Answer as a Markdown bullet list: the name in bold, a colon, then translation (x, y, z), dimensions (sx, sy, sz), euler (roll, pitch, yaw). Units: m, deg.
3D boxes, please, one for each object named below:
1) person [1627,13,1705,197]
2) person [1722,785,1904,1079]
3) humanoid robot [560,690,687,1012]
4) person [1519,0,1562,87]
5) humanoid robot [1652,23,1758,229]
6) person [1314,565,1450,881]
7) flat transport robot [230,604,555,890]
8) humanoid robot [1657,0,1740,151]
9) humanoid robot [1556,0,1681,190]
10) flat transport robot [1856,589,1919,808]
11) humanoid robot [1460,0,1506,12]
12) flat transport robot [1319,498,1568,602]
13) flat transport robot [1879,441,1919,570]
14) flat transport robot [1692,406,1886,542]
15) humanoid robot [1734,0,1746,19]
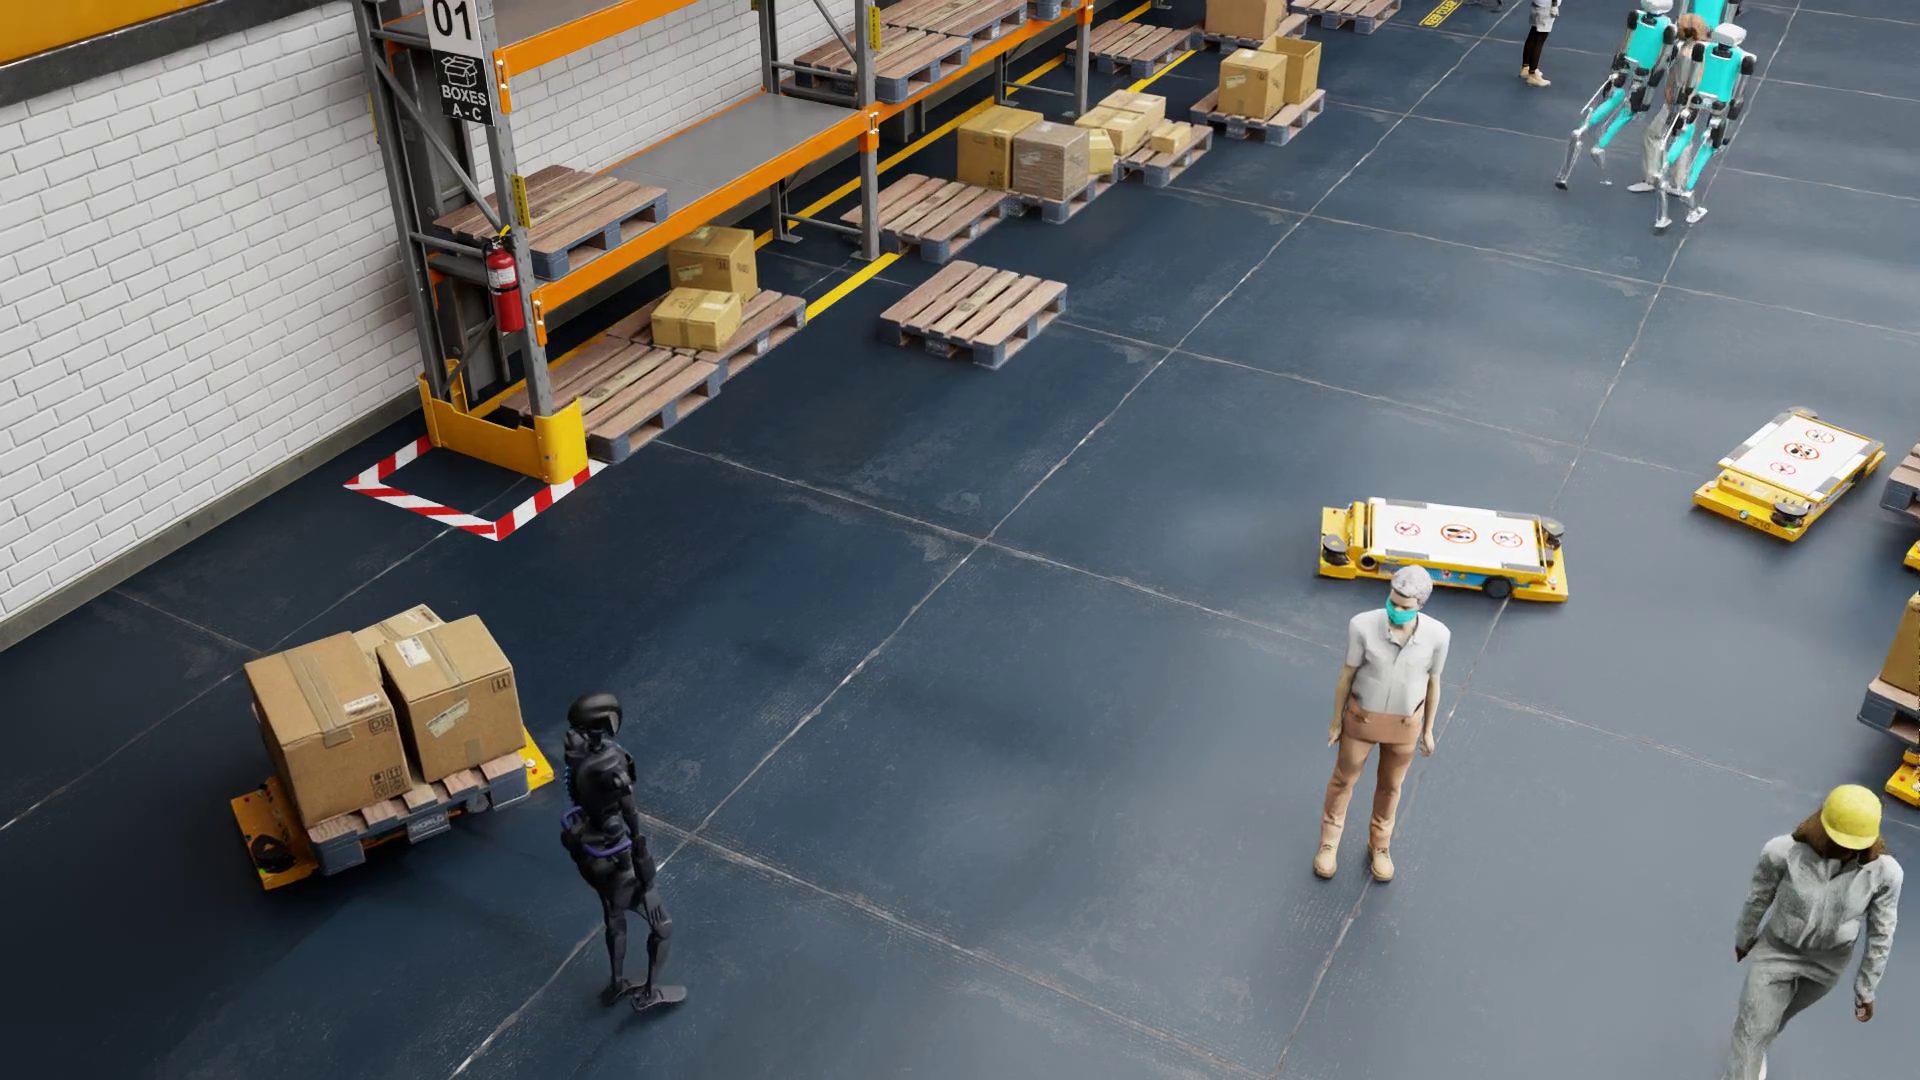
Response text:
- **person**: translation (6.321, -3.855, 14.751), dimensions (0.547, 1.619, 0.536), euler (27, 42, 34)
- **person**: translation (3.235, 1.636, 6.372), dimensions (0.495, 1.701, 0.834), euler (7, 34, 11)
- **humanoid robot**: translation (-1.451, 1.296, 6.914), dimensions (0.312, 1.654, 0.610), euler (-25, 41, -33)
- **person**: translation (6.130, -5.614, 17.344), dimensions (0.321, 1.697, 0.529), euler (2, 34, 3)
- **humanoid robot**: translation (6.166, -3.388, 13.957), dimensions (0.560, 1.787, 0.901), euler (28, 42, 35)
- **person**: translation (1.925, 0.828, 7.556), dimensions (0.473, 1.745, 0.323), euler (5, 34, 7)
- **flat transport robot**: translation (-2.830, 1.219, 8.304), dimensions (1.431, 0.231, 0.659), euler (-20, 38, -27)
- **humanoid robot**: translation (6.806, -4.450, 15.467), dimensions (0.530, 1.695, 0.741), euler (17, 37, 24)
- **humanoid robot**: translation (5.708, -3.930, 14.790), dimensions (0.974, 1.763, 0.553), euler (-7, 34, -11)
- **flat transport robot**: translation (5.384, 1.062, 8.541), dimensions (1.431, 0.231, 0.659), euler (-28, 42, -35)
- **humanoid robot**: translation (6.320, -7.118, 19.639), dimensions (0.394, 1.637, 0.616), euler (-17, 37, -24)
- **flat transport robot**: translation (2.918, 0.049, 10.074), dimensions (1.431, 0.231, 0.659), euler (7, 34, 10)
- **flat transport robot**: translation (6.429, -0.087, 10.279), dimensions (0.659, 0.231, 1.431), euler (27, 42, 34)
- **flat transport robot**: translation (5.425, -0.451, 10.830), dimensions (1.431, 0.231, 0.659), euler (-28, 43, -35)
- **humanoid robot**: translation (8.990, -6.805, 19.220), dimensions (0.810, 1.622, 0.616), euler (-27, 42, -35)
